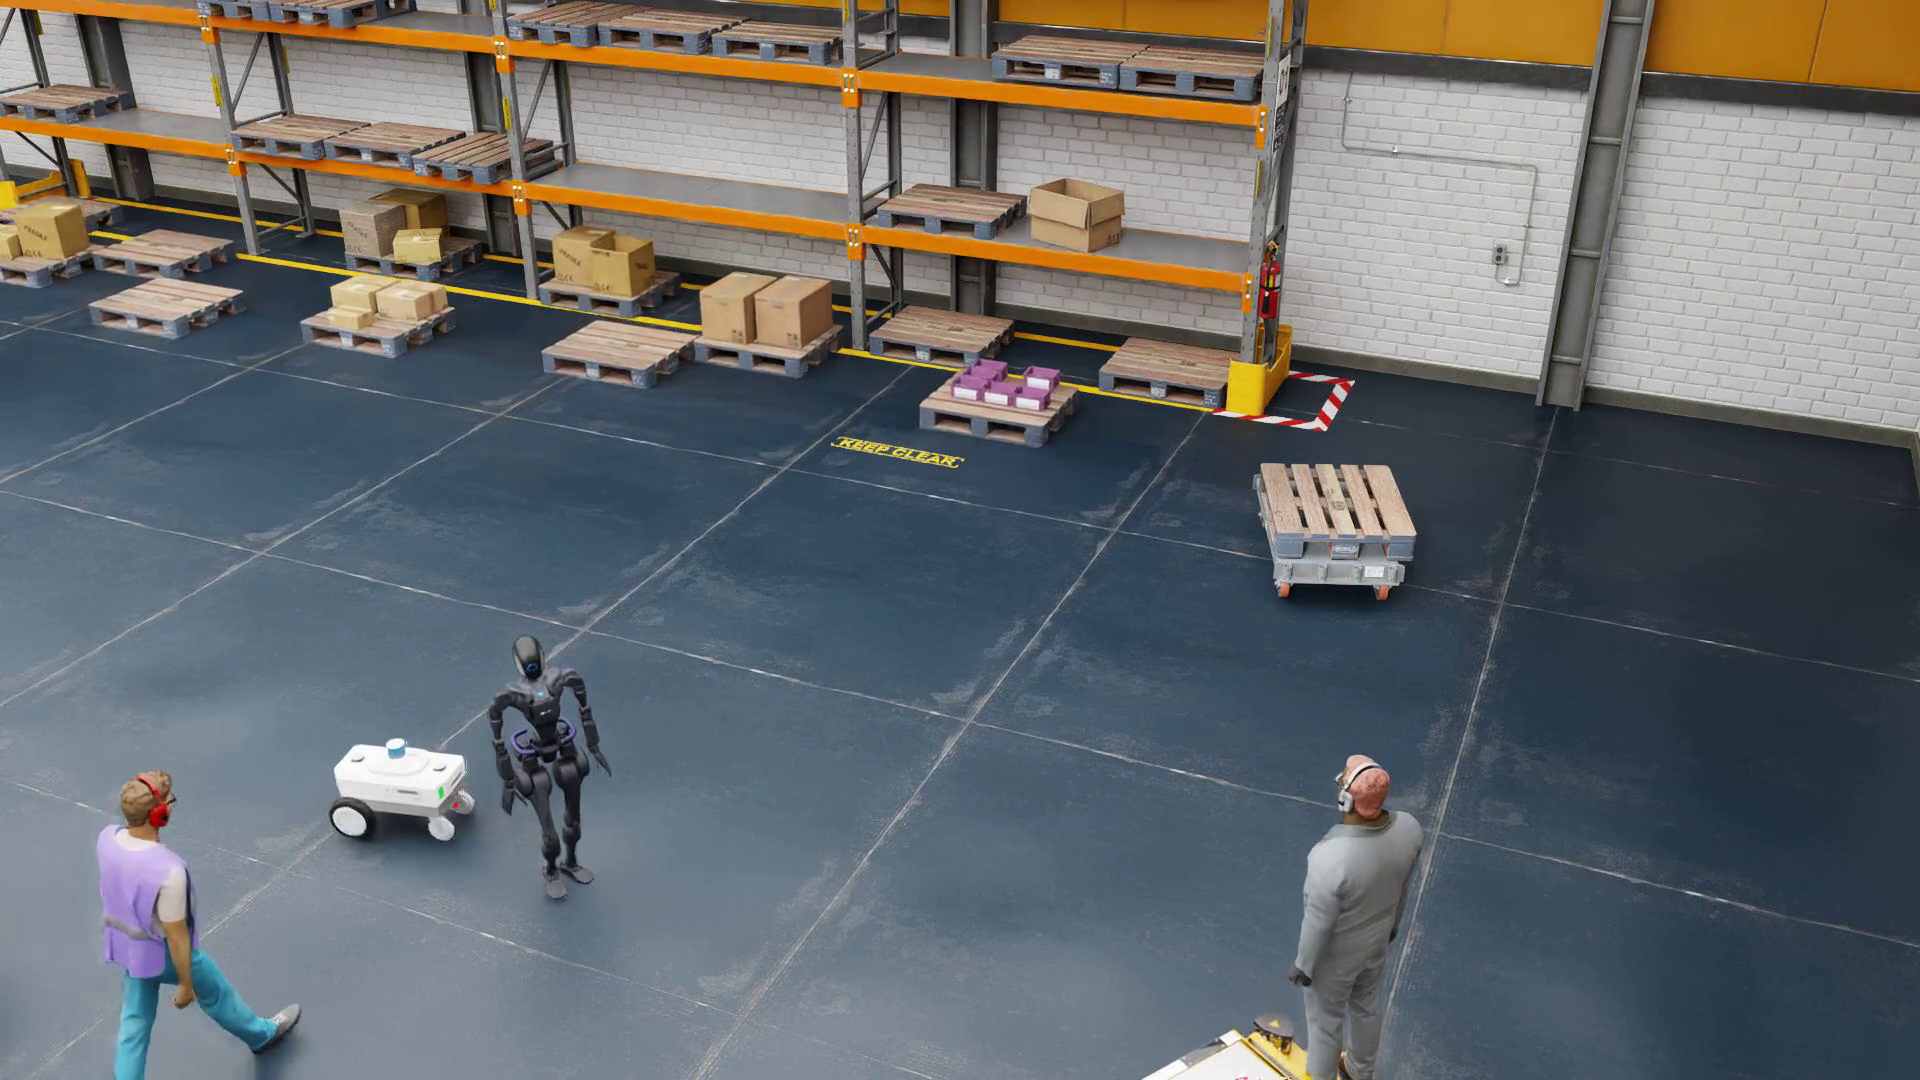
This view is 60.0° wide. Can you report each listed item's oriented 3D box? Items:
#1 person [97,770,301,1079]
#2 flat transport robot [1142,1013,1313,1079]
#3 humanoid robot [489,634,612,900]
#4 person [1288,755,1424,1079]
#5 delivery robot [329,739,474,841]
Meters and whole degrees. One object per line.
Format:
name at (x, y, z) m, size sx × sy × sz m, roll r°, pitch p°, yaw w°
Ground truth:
person at (-3.651, 1.868, 7.666) m, size 0.590 × 1.779 × 1.006 m, roll 14°, pitch 30°, yaw 24°
flat transport robot at (1.144, 2.712, 7.672) m, size 1.431 × 0.231 × 0.659 m, roll -17°, pitch 32°, yaw -30°
humanoid robot at (-2.211, 1.213, 9.048) m, size 0.617 × 1.648 × 0.343 m, roll -16°, pitch 31°, yaw -28°
person at (1.758, 1.816, 7.626) m, size 0.650 × 1.905 × 0.406 m, roll -17°, pitch 32°, yaw -30°
delivery robot at (-3.317, 1.453, 9.821) m, size 0.792 × 0.611 × 0.499 m, roll 5°, pitch 28°, yaw 9°
